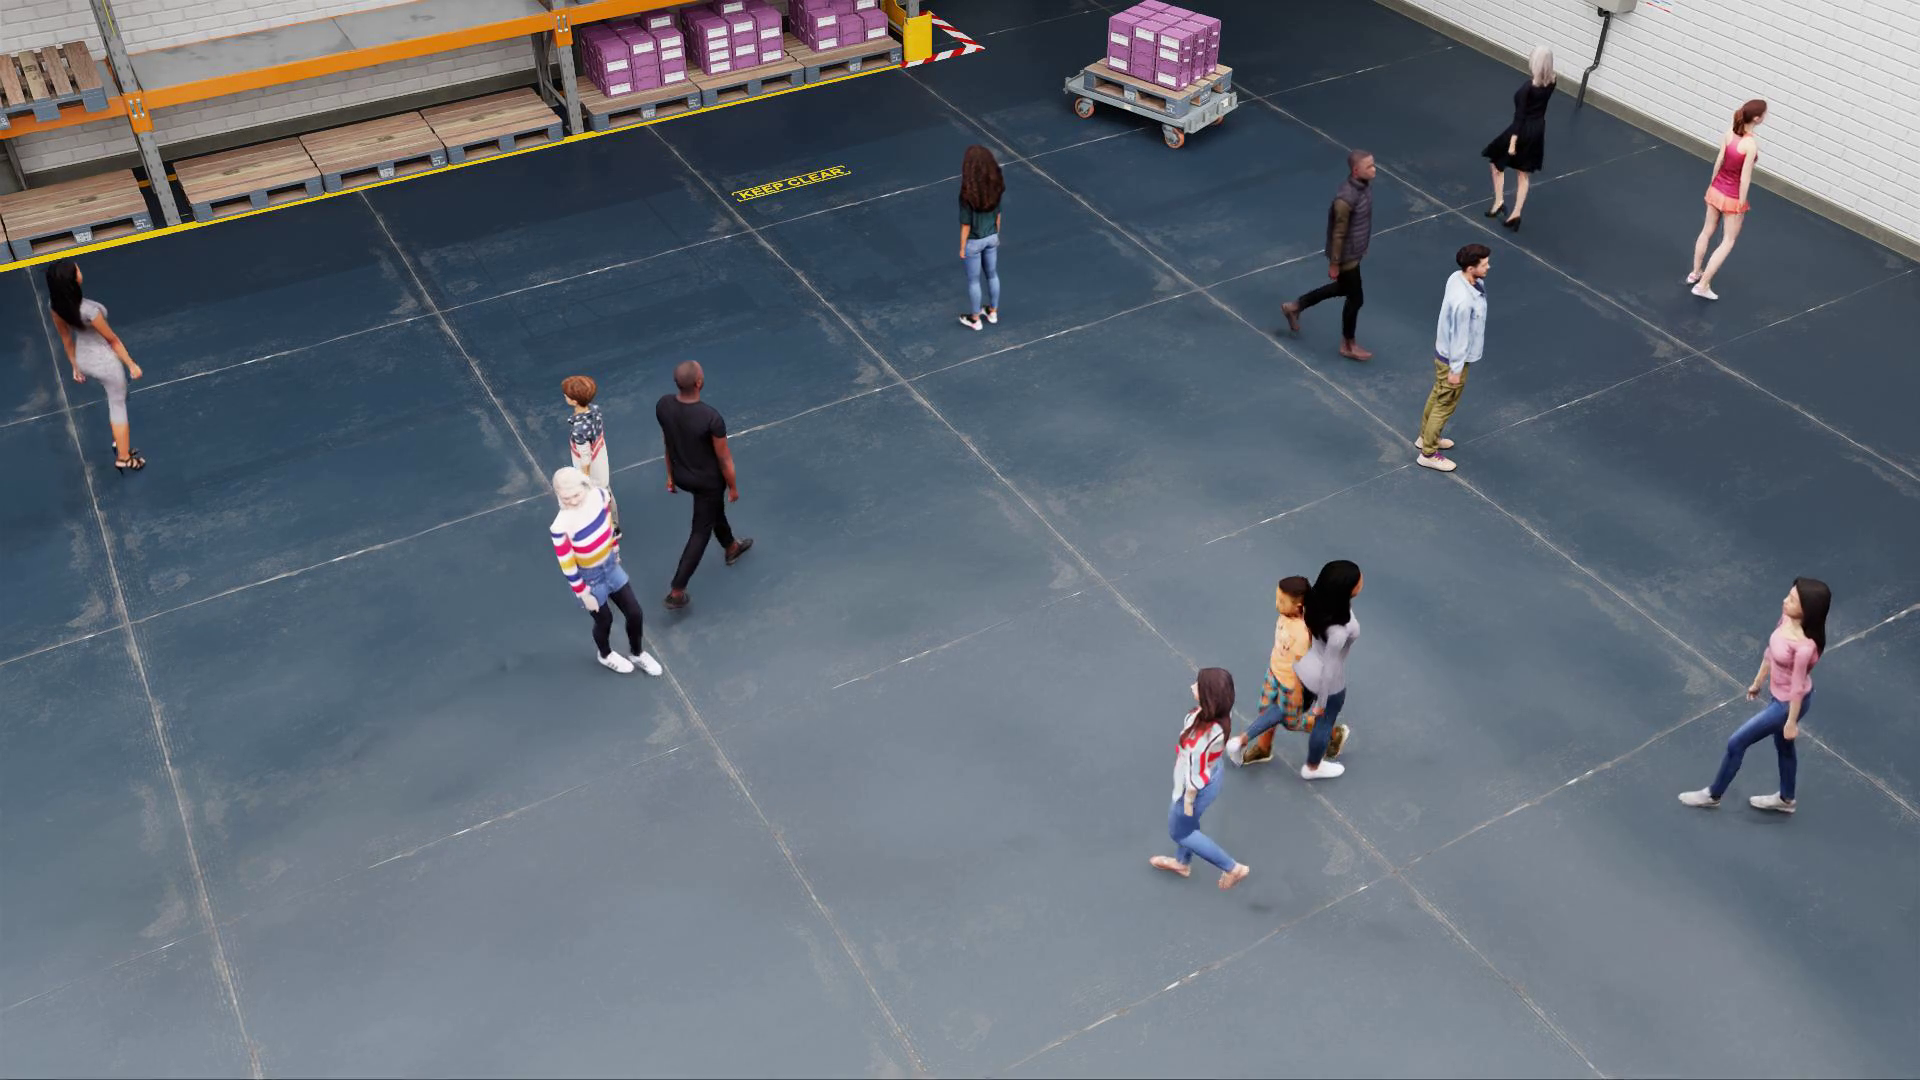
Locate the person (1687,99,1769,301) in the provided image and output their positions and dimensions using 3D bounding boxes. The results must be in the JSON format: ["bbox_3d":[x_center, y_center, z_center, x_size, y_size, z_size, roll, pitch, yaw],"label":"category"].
[{"bbox_3d":[6.591,-2.947,14.294,0.767,1.753,0.750,-16,41,-19],"label":"person"}]

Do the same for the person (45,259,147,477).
[{"bbox_3d":[-6.300,-1.193,12.084,0.716,1.769,0.762,18,42,21],"label":"person"}]

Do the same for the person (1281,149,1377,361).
[{"bbox_3d":[3.064,-2.332,13.476,1.106,1.812,1.159,20,43,23],"label":"person"}]

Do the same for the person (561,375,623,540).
[{"bbox_3d":[-2.551,-0.528,11.516,0.641,1.439,0.596,5,39,7],"label":"person"}]

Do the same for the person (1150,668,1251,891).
[{"bbox_3d":[1.374,1.328,9.062,0.909,1.601,0.870,14,41,17],"label":"person"}]

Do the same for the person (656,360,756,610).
[{"bbox_3d":[-1.766,-0.333,11.002,1.043,1.777,1.311,22,44,25],"label":"person"}]

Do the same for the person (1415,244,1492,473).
[{"bbox_3d":[3.635,-1.366,12.267,0.798,1.812,0.757,7,39,8],"label":"person"}]

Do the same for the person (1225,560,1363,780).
[{"bbox_3d":[1.979,0.802,9.629,1.072,1.716,0.821,-8,39,-10],"label":"person"}]

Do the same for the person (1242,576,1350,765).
[{"bbox_3d":[2.026,0.791,9.860,0.950,1.444,0.689,-11,40,-14],"label":"person"}]

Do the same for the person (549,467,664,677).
[{"bbox_3d":[-2.326,0.206,10.332,0.885,1.770,0.799,17,42,20],"label":"person"}]

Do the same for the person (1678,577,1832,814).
[{"bbox_3d":[4.752,0.930,9.479,0.970,1.704,0.917,11,40,13],"label":"person"}]

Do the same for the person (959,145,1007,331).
[{"bbox_3d":[0.165,-2.522,13.873,0.540,1.614,0.669,-23,44,-26],"label":"person"}]

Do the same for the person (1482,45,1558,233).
[{"bbox_3d":[5.197,-3.614,15.145,0.617,1.734,0.704,-22,43,-25],"label":"person"}]
